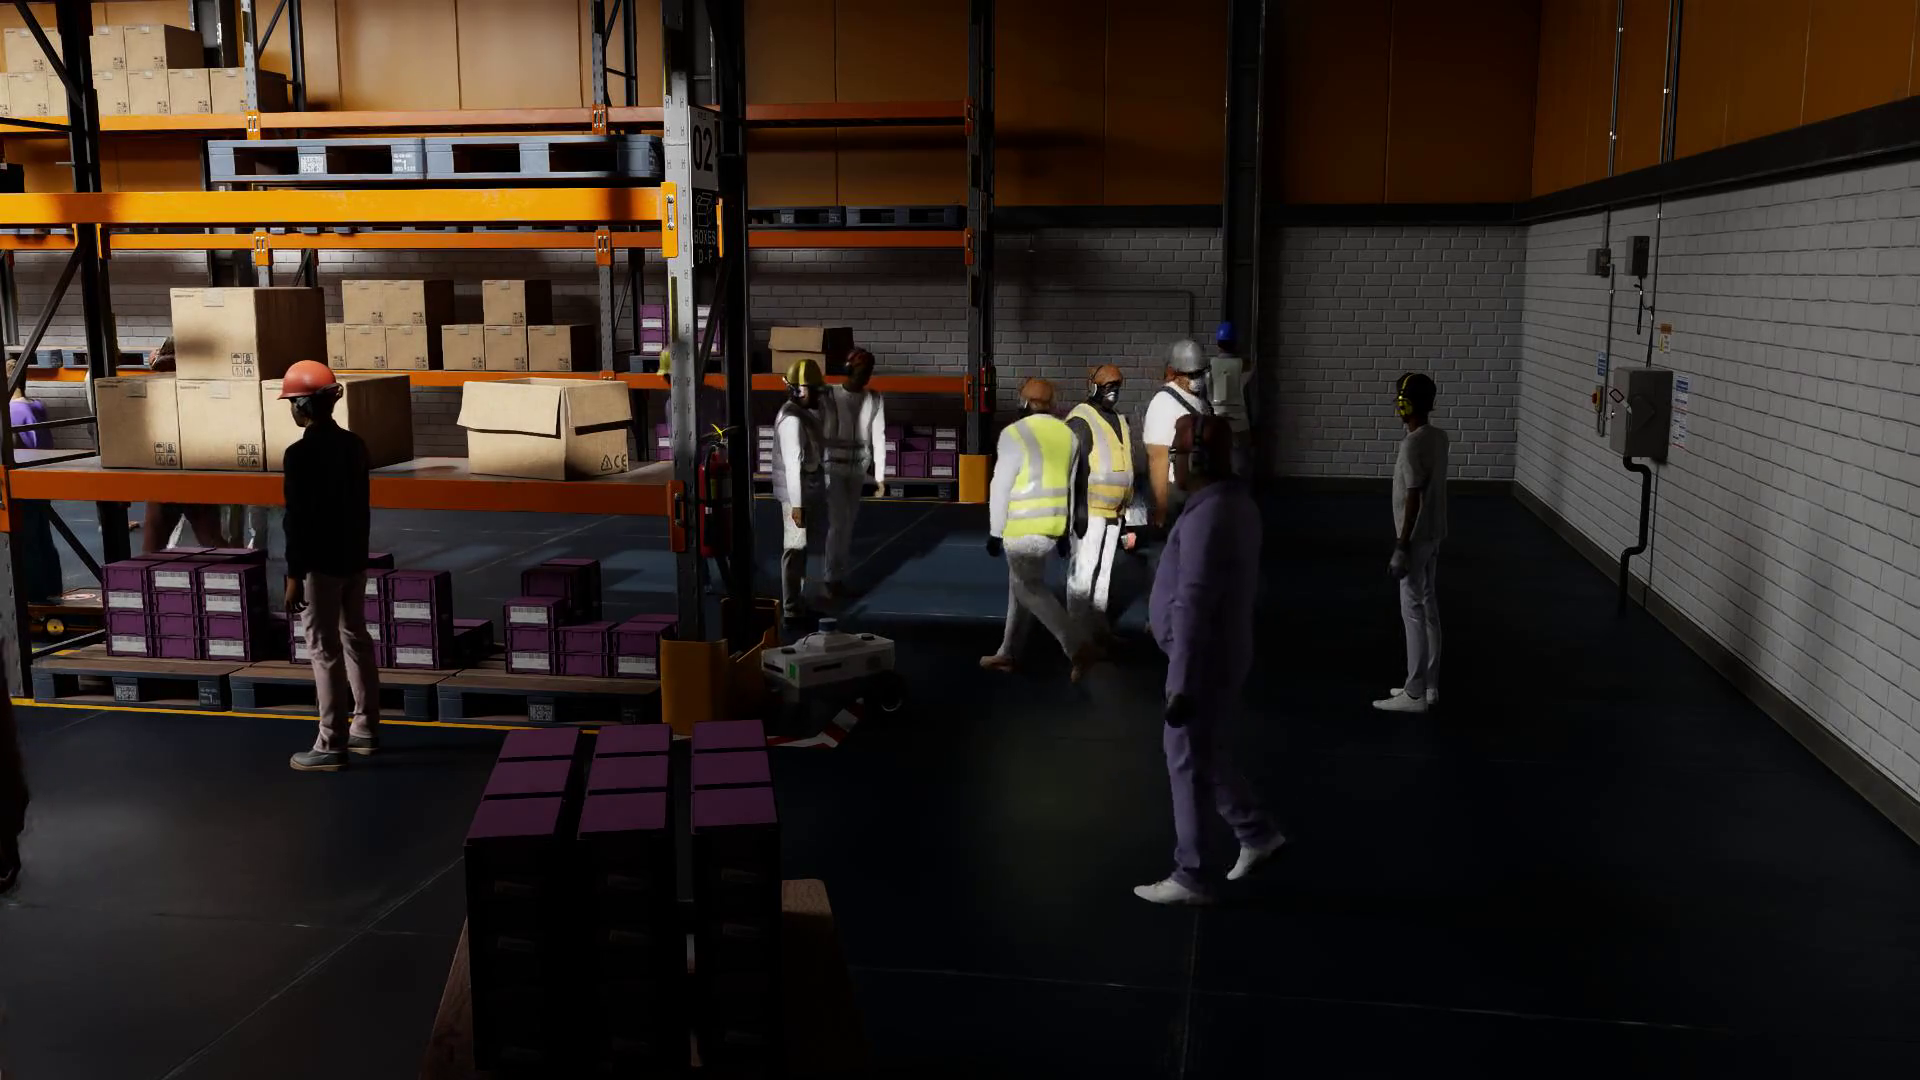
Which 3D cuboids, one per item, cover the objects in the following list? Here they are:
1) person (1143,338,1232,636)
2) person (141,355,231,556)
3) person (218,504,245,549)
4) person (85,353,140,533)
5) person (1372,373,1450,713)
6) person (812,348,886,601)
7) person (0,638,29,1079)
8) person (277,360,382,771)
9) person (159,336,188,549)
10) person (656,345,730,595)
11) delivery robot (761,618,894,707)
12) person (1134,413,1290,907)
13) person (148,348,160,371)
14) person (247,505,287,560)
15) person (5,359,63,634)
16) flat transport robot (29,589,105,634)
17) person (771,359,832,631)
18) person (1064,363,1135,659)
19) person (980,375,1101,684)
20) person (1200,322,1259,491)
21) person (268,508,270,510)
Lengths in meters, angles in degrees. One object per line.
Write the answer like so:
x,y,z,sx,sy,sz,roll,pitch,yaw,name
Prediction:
1.557,-0.328,10.719,0.779,2.000,0.683,3,10,21,person
-5.419,-0.367,11.632,0.955,1.846,0.646,4,10,21,person
-5.459,-0.505,12.349,0.310,1.868,0.532,6,11,32,person
-7.875,-0.976,15.389,0.340,1.840,0.512,-1,9,-7,person
2.487,0.019,9.118,0.332,1.865,0.520,7,11,36,person
-0.833,-0.476,12.217,0.660,1.851,0.645,-6,11,-31,person
-2.700,0.774,4.192,0.637,1.936,0.992,-7,12,-39,person
-3.090,0.123,8.097,0.401,1.986,0.621,2,9,11,person
-6.416,-0.729,13.697,1.025,1.889,0.634,4,10,24,person
-1.895,-0.492,12.215,0.553,1.887,0.650,5,10,28,person
-0.705,0.661,8.888,0.707,0.478,0.477,-7,12,-39,delivery robot
0.935,0.468,6.259,0.460,1.893,0.645,3,10,19,person
-8.084,-1.123,16.889,0.313,1.642,0.513,-3,10,-19,person
-5.773,-0.757,13.951,0.712,1.864,0.584,-6,11,-32,person
-6.223,-0.288,11.113,0.378,1.836,0.566,-1,9,-7,person
-5.575,0.483,11.164,1.431,0.197,0.652,1,9,8,flat transport robot
-1.066,-0.309,11.253,0.403,1.827,0.601,0,9,-2,person
0.882,-0.189,10.485,0.430,1.841,0.624,6,11,31,person
0.491,-0.058,9.781,0.851,1.811,0.628,7,12,38,person
2.479,-1.051,15.492,0.603,1.949,0.389,1,9,8,person
-7.124,-1.227,16.939,0.404,1.830,0.601,-1,9,-4,person
